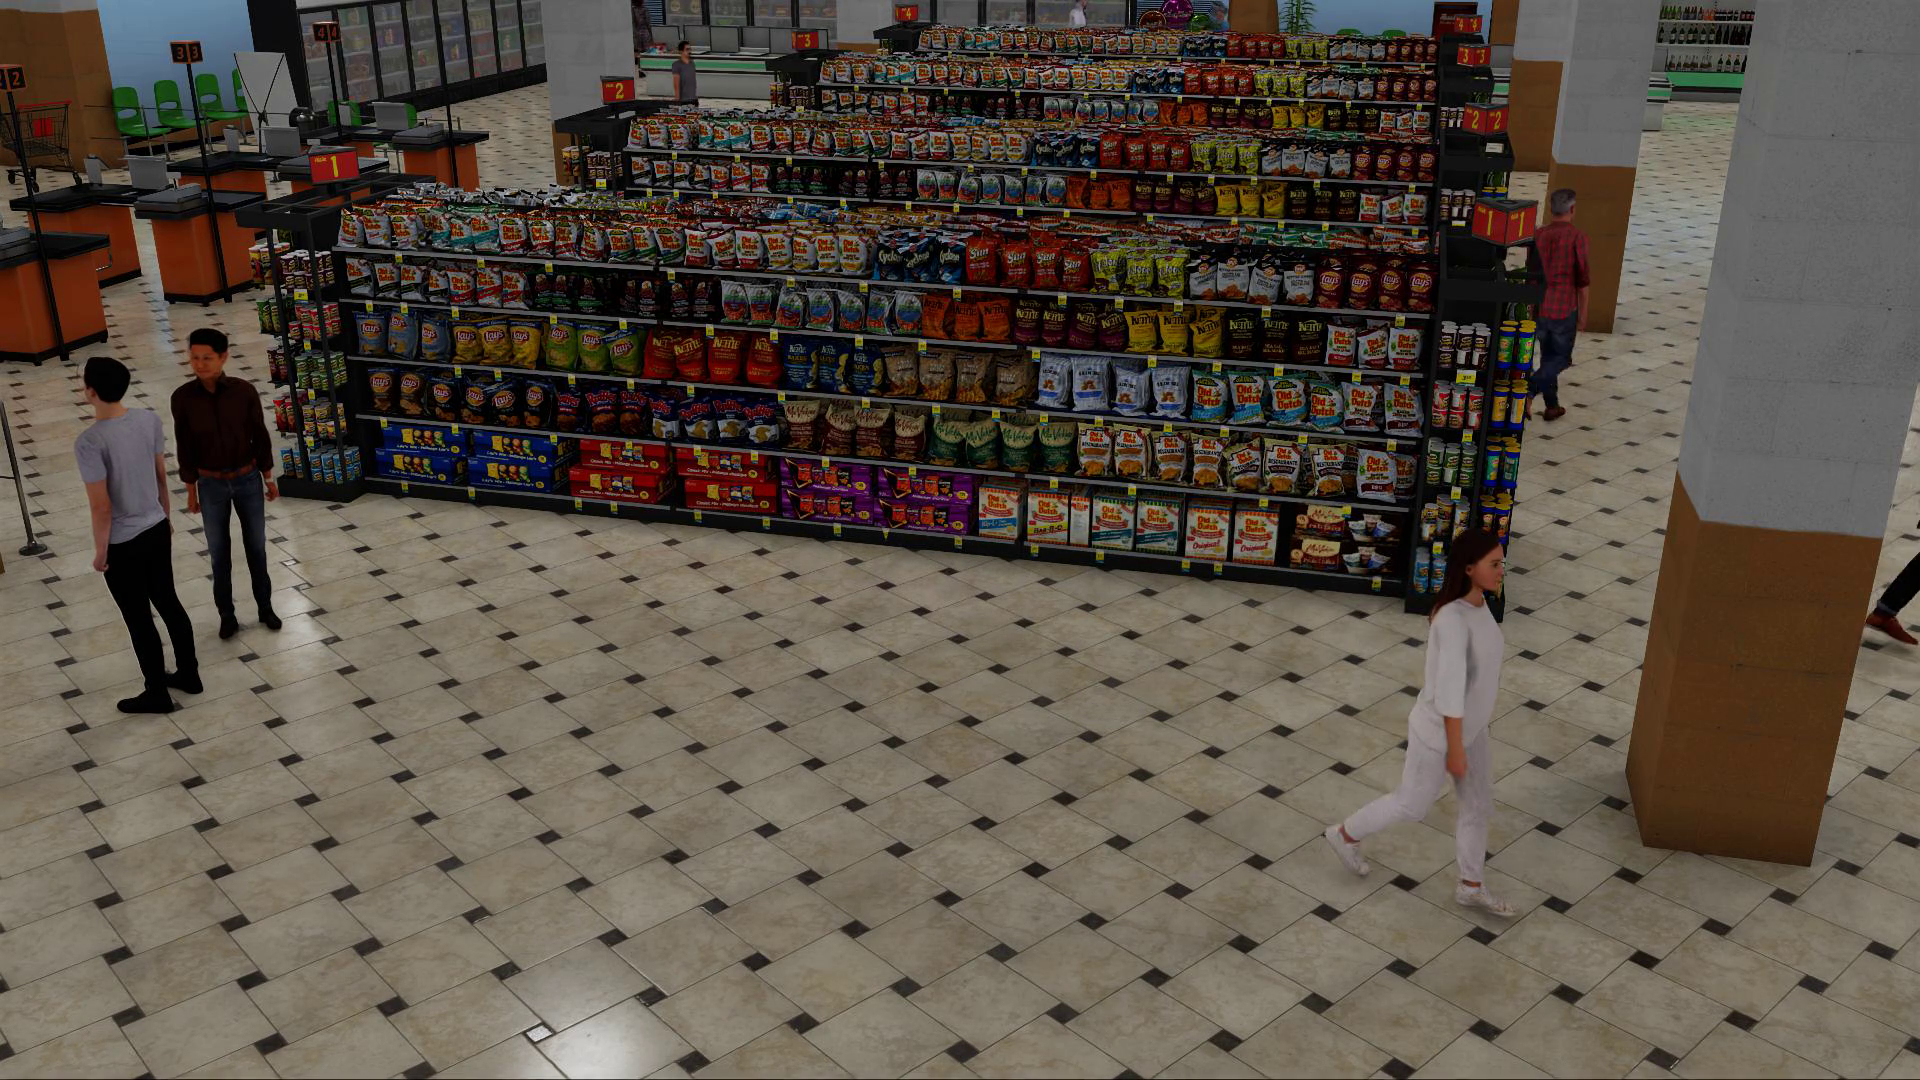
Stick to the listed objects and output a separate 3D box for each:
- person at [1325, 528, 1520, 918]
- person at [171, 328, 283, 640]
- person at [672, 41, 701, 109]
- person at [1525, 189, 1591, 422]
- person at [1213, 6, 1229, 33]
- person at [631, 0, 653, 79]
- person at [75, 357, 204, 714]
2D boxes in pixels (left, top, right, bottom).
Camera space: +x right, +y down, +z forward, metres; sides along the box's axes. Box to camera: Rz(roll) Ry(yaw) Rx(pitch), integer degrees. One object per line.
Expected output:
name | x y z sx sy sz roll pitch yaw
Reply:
person | 1.913 0.747 6.782 1.132 1.660 0.837 15 26 33
person | -4.088 -0.324 9.289 0.689 1.778 0.759 -11 24 -25
person | -4.119 -6.500 24.716 1.114 1.736 0.884 16 27 34
person | 4.537 -1.771 12.863 1.095 1.799 1.076 -14 26 -32
person | 4.832 -9.066 31.048 0.721 1.777 0.848 6 23 14
person | -6.675 -10.617 34.992 0.562 1.714 0.678 10 24 24
person | -4.172 -0.019 8.415 0.540 1.864 0.660 6 23 16
